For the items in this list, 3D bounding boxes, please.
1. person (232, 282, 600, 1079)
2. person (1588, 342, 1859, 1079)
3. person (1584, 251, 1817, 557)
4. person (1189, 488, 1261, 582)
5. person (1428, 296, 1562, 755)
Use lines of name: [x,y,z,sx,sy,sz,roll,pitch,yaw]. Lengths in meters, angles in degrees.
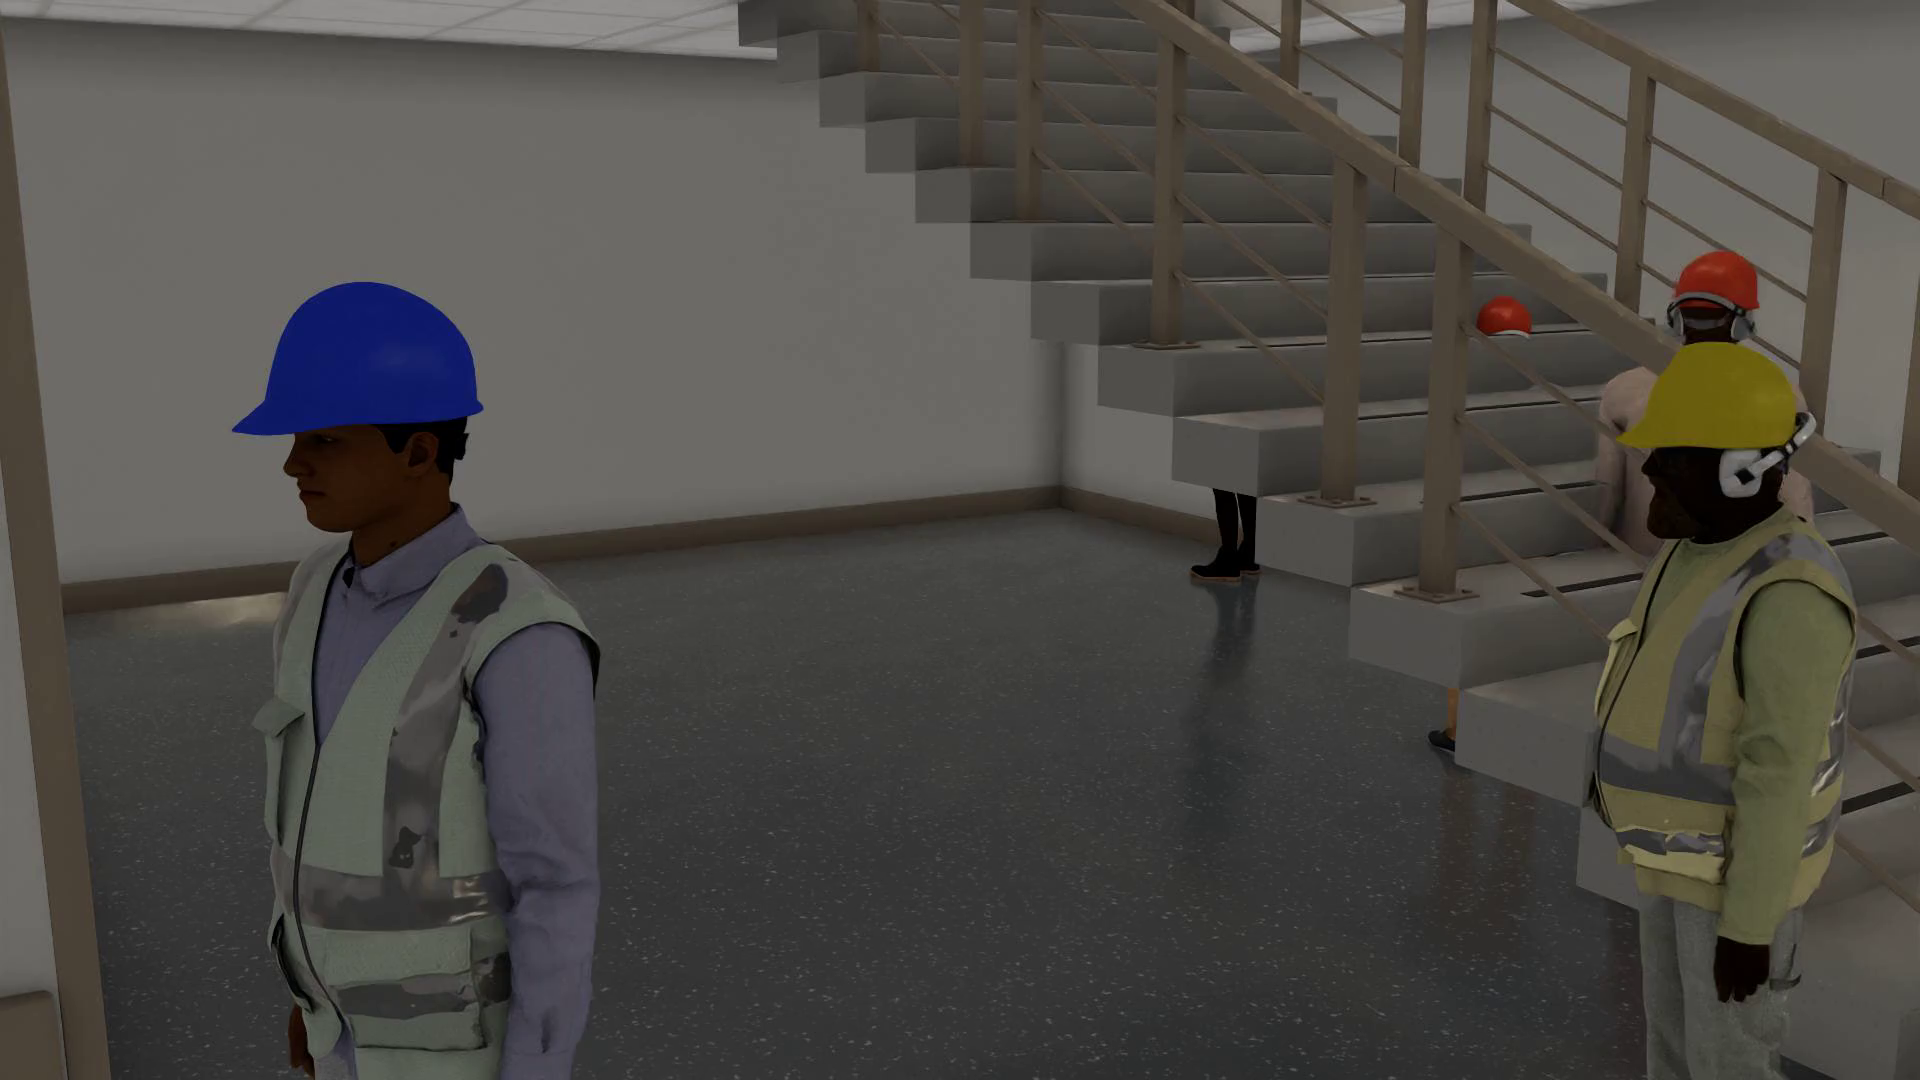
person: [-0.721,0.635,2.253,0.603,1.948,0.384,8,14,37]
person: [1.341,0.559,2.997,0.404,1.823,0.589,1,11,4]
person: [2.284,0.086,5.167,0.633,1.945,1.044,10,15,43]
person: [1.499,-0.735,9.466,0.413,1.949,0.601,8,14,37]
person: [2.023,-0.041,6.313,0.561,1.753,0.332,-1,11,-4]
